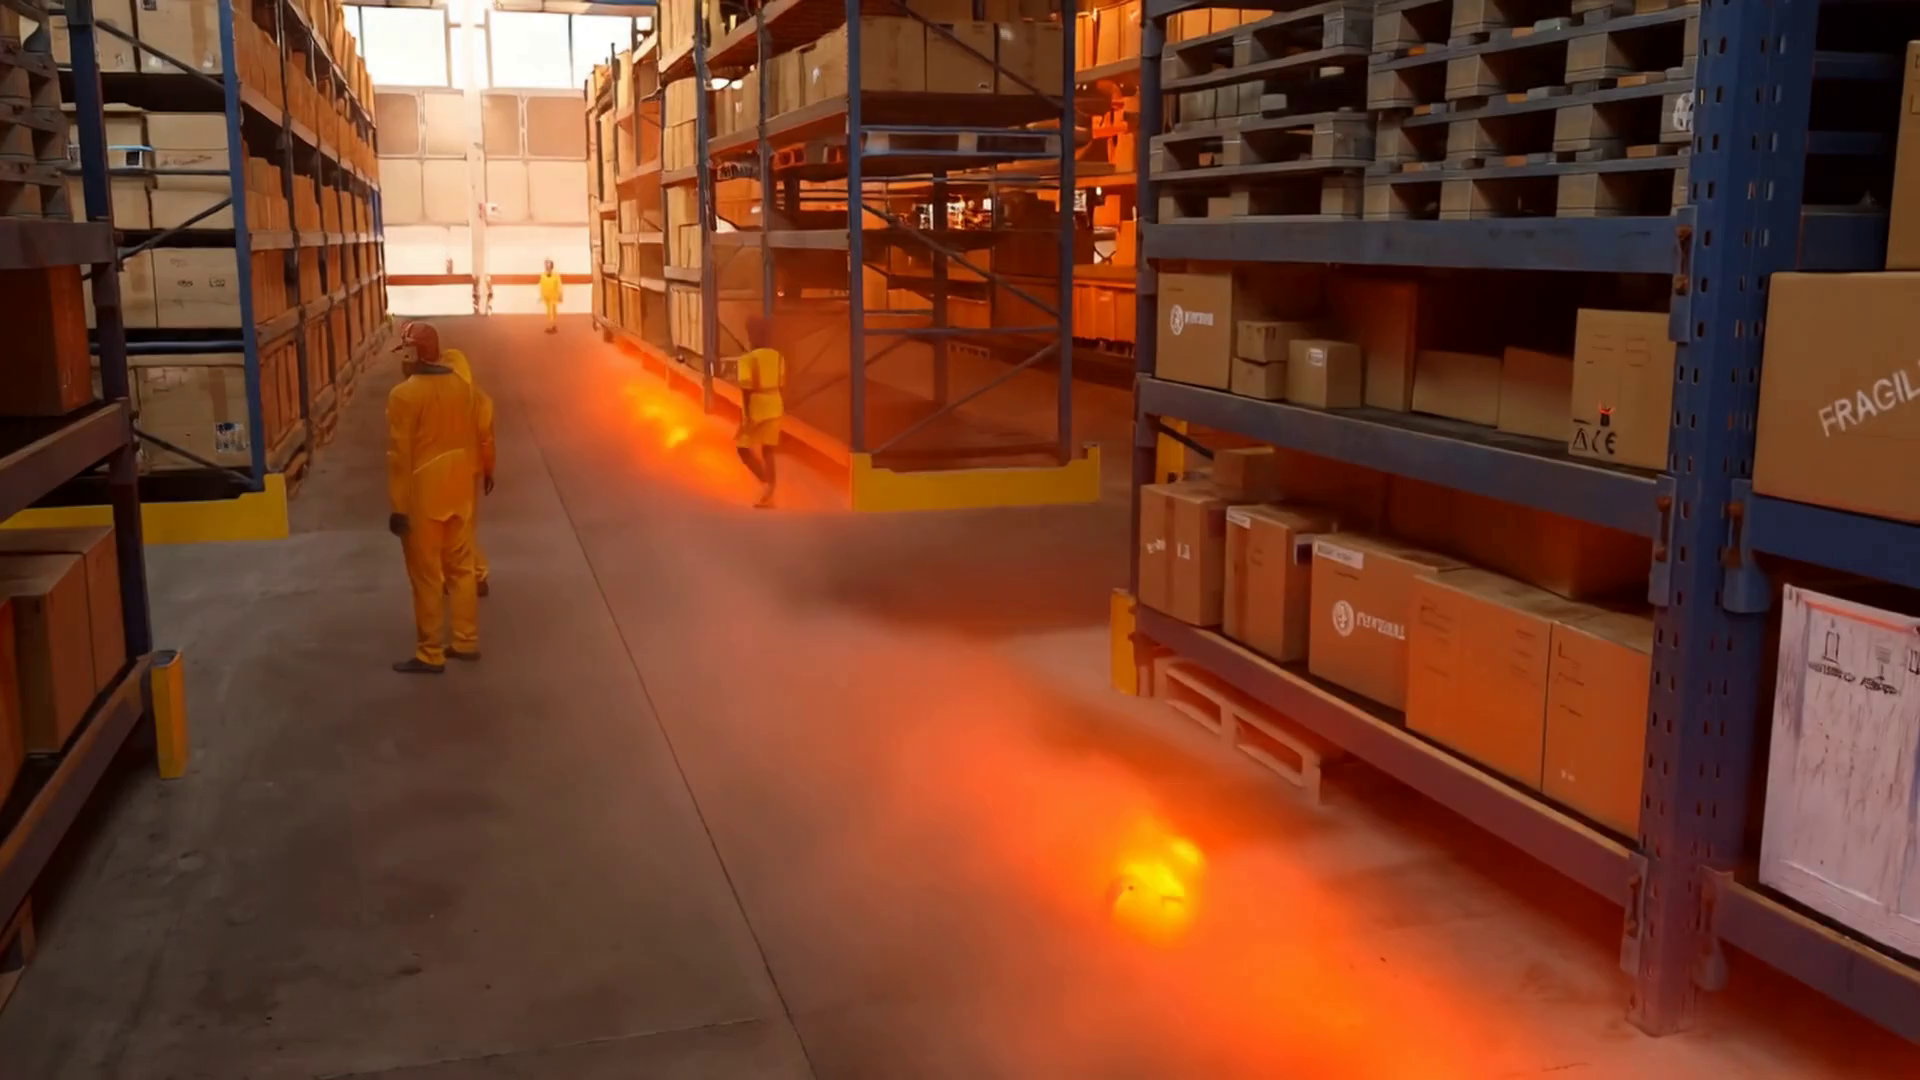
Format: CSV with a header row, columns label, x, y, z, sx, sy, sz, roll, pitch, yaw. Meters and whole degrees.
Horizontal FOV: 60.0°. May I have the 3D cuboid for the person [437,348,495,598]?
label,x,y,z,sx,sy,sz,roll,pitch,yaw
person,-3.282,-0.429,10.834,0.502,1.636,0.277,0,10,-3

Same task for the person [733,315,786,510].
label,x,y,z,sx,sy,sz,roll,pitch,yaw
person,-1.699,-1.080,14.278,0.388,1.684,0.538,9,14,41

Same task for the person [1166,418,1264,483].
label,x,y,z,sx,sy,sz,roll,pitch,yaw
person,1.596,-0.465,10.483,0.622,1.840,0.429,-1,10,-4

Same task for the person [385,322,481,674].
label,x,y,z,sx,sy,sz,roll,pitch,yaw
person,-2.884,-0.228,9.027,0.399,1.899,0.651,4,11,19

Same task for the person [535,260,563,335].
label,x,y,z,sx,sy,sz,roll,pitch,yaw
person,-9.907,-5.817,39.954,0.584,1.782,0.903,3,11,16
